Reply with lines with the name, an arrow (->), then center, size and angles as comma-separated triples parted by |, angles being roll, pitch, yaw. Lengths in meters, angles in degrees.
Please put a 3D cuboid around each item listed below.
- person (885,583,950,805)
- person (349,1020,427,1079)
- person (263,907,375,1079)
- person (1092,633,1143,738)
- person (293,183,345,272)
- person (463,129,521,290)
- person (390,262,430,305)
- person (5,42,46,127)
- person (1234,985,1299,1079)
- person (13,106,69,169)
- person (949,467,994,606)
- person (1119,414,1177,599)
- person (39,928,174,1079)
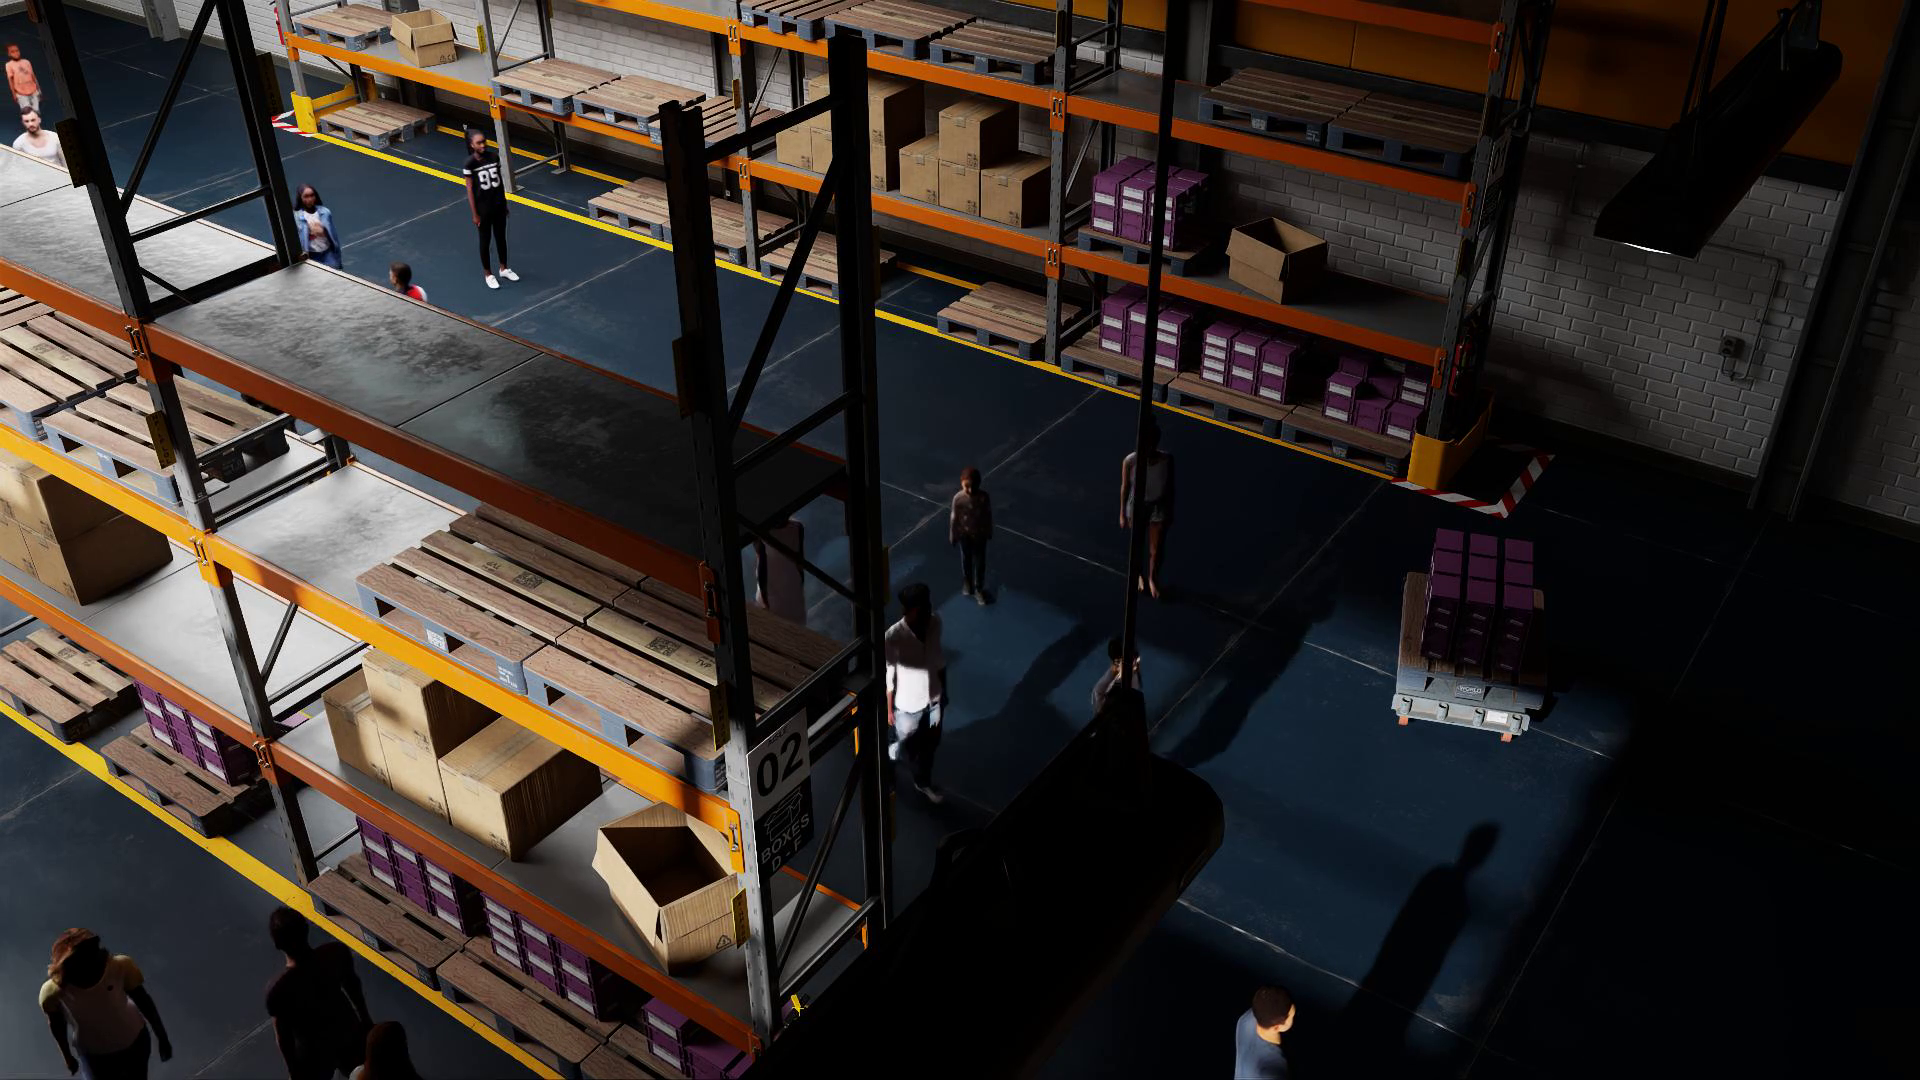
person -> -0.347, 0.993, 11.112 | 0.734, 1.799, 0.842 | -27, 42, -34
person -> -2.712, 3.019, 8.151 | 0.796, 1.701, 0.847 | 5, 34, 8
person -> -3.217, 2.647, 8.596 | 1.060, 1.829, 0.713 | 25, 41, 32
person -> 0.941, 1.287, 10.715 | 0.687, 1.748, 0.666 | 16, 37, 22
person -> -6.546, -2.825, 16.946 | 0.795, 1.699, 0.994 | -22, 39, -29
person -> -5.137, -3.626, 18.123 | 0.605, 1.729, 0.627 | 26, 41, 33
person -> -4.979, -1.733, 15.251 | 0.633, 1.756, 0.690 | 12, 35, 17
person -> -12.377, -5.938, 21.986 | 0.594, 1.302, 0.538 | 27, 42, 35
person -> 1.486, 2.868, 8.280 | 0.780, 1.810, 0.707 | -7, 34, -11
person -> -10.105, -3.931, 18.482 | 0.747, 1.840, 0.722 | -18, 38, -25
person -> 0.093, -0.095, 13.304 | 0.670, 1.184, 0.721 | -2, 34, -3
person -> 1.503, -0.301, 13.235 | 0.664, 1.603, 0.754 | 2, 34, 3
person -> -4.487, 2.609, 8.773 | 0.758, 1.697, 0.882 | -24, 41, -32
